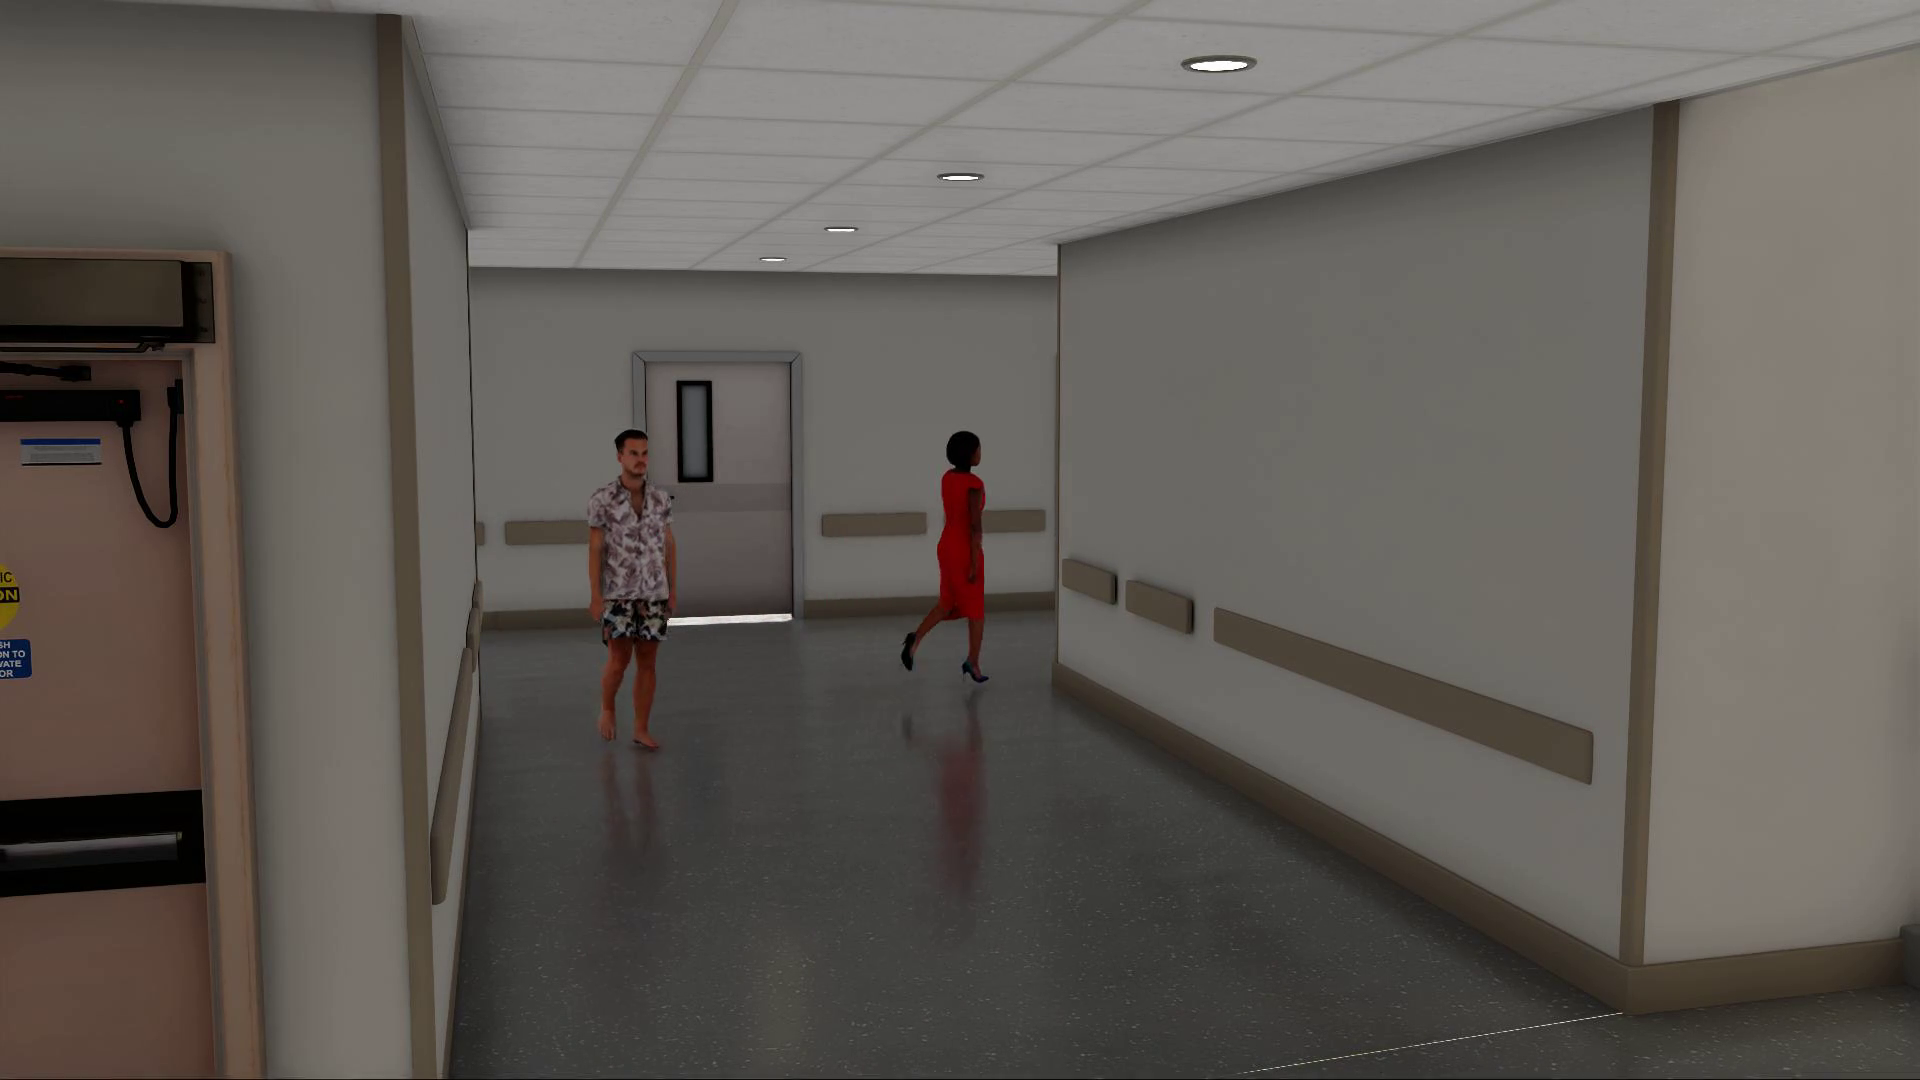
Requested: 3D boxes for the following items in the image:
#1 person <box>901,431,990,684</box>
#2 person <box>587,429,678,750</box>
[{"bbox_3d":[-0.070,0.146,11.203,1.043,1.723,0.850,-5,8,-41],"label":"person"},{"bbox_3d":[-1.910,0.275,9.501,0.776,1.807,0.861,-4,7,-35],"label":"person"}]
